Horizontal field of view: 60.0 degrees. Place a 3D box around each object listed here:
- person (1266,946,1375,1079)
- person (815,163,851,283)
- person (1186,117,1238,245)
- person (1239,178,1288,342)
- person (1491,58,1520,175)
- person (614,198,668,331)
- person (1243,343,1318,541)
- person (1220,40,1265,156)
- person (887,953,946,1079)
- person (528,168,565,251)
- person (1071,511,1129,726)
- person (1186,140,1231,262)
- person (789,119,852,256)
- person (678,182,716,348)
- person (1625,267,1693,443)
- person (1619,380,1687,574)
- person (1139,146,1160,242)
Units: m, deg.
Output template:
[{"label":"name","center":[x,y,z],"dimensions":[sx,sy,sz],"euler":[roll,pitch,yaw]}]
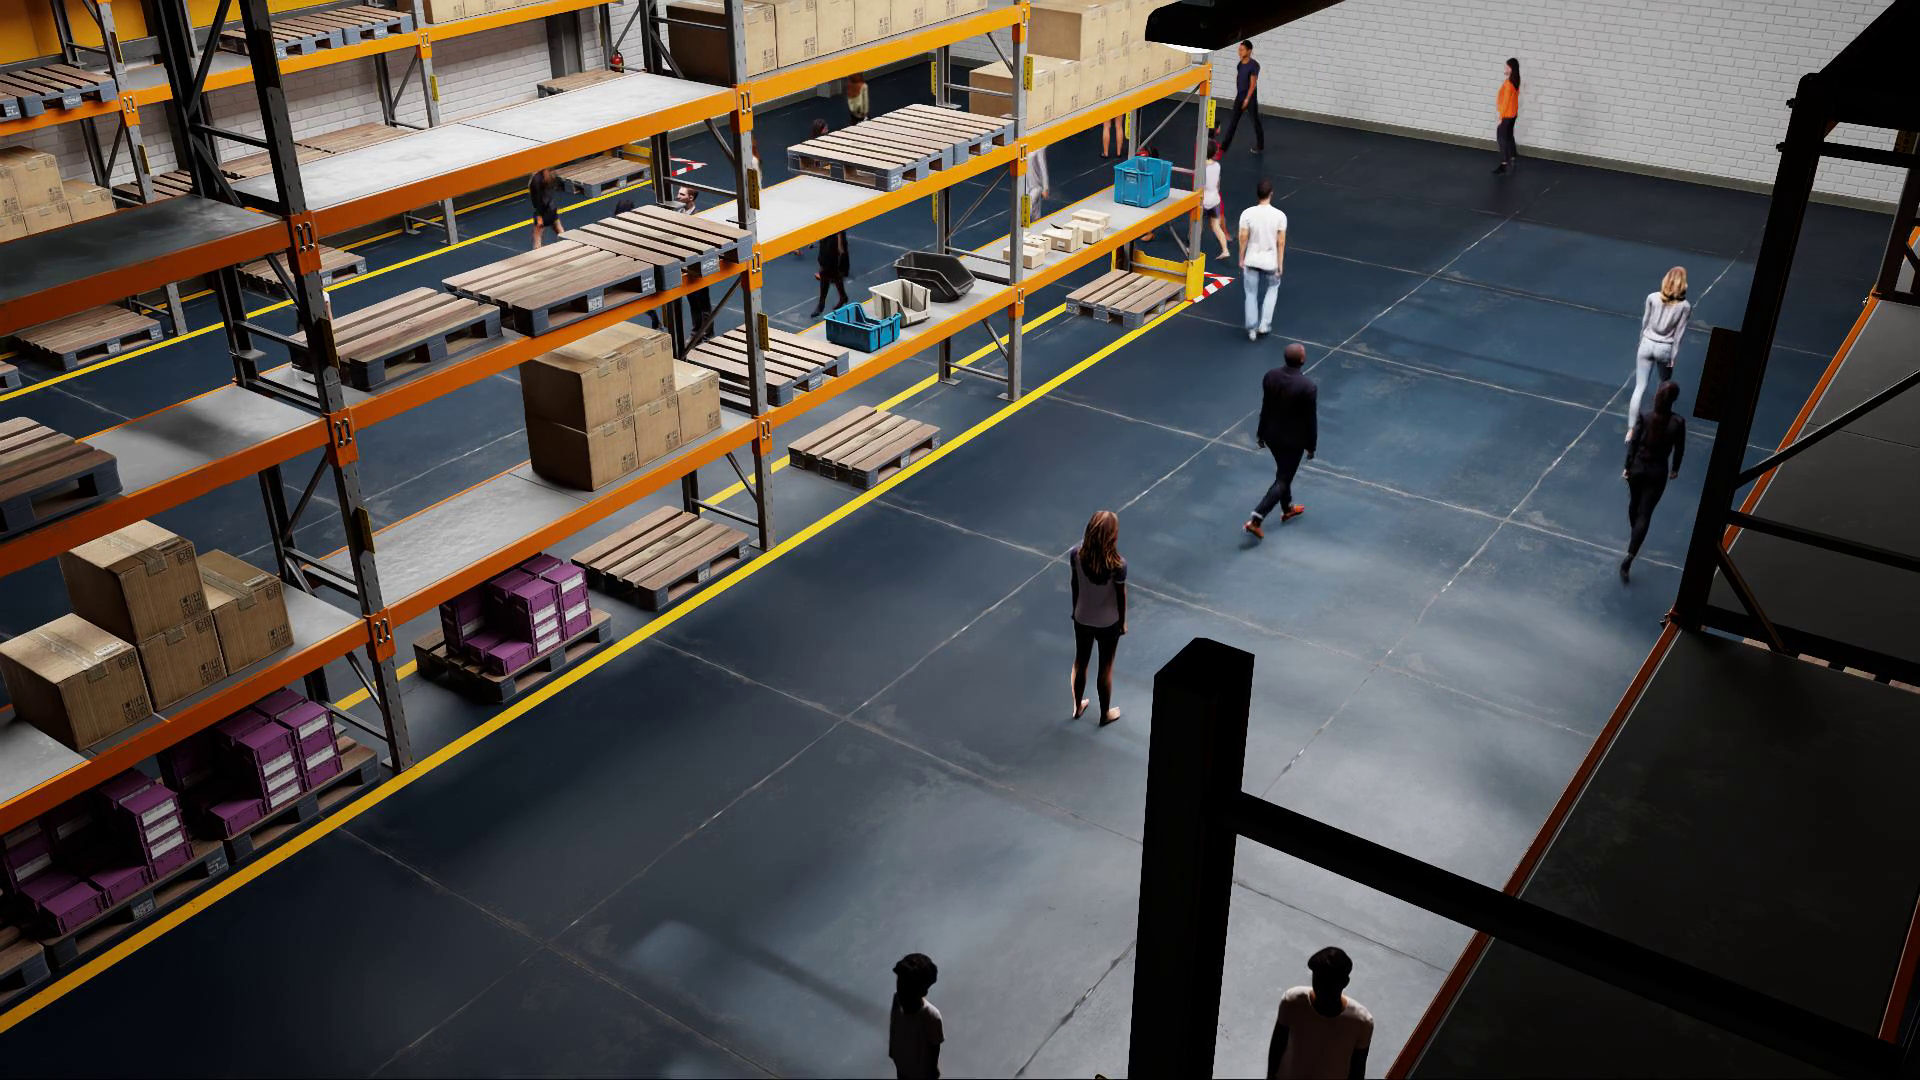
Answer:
[{"label":"person","center":[1.756,2.692,8.259],"dimensions":[0.669,1.722,0.601],"euler":[11,31,20]},{"label":"person","center":[-1.583,-4.122,20.673],"dimensions":[0.743,1.798,0.518],"euler":[20,35,33]},{"label":"person","center":[3.150,-4.632,21.686],"dimensions":[1.033,1.722,0.872],"euler":[-12,31,-20]},{"label":"person","center":[3.403,-3.132,18.803],"dimensions":[0.779,1.850,0.764],"euler":[7,29,13]},{"label":"person","center":[8.211,-6.312,24.771],"dimensions":[0.902,1.717,0.557],"euler":[24,37,37]},{"label":"person","center":[-3.766,-2.930,18.615],"dimensions":[0.697,1.675,1.003],"euler":[15,32,26]},{"label":"person","center":[2.817,-0.843,14.670],"dimensions":[1.248,1.789,0.918],"euler":[-21,35,-34]},{"label":"person","center":[4.500,-6.779,25.616],"dimensions":[1.249,1.728,0.947],"euler":[-17,33,-29]},{"label":"person","center":[-0.229,2.683,8.759],"dimensions":[0.495,1.259,0.483],"euler":[21,35,33]},{"label":"person","center":[-5.205,-4.170,21.061],"dimensions":[1.029,1.509,0.990],"euler":[1,29,1]},{"label":"person","center":[0.999,0.567,12.145],"dimensions":[0.613,1.732,0.565],"euler":[15,32,25]},{"label":"person","center":[3.217,-4.305,21.288],"dimensions":[0.993,1.529,0.864],"euler":[-18,34,-30]},{"label":"person","center":[-1.916,-4.472,21.354],"dimensions":[1.150,1.759,1.014],"euler":[-10,30,-18]},{"label":"person","center":[-2.967,-3.054,18.567],"dimensions":[0.661,1.938,0.712],"euler":[-22,35,-34]},{"label":"person","center":[6.859,-1.805,16.474],"dimensions":[0.648,1.750,1.132],"euler":[20,34,32]},{"label":"person","center":[5.857,-0.503,14.177],"dimensions":[0.646,1.664,1.068],"euler":[15,32,25]},{"label":"person","center":[2.504,-4.615,22.150],"dimensions":[0.550,1.248,0.536],"euler":[-21,35,-34]}]
